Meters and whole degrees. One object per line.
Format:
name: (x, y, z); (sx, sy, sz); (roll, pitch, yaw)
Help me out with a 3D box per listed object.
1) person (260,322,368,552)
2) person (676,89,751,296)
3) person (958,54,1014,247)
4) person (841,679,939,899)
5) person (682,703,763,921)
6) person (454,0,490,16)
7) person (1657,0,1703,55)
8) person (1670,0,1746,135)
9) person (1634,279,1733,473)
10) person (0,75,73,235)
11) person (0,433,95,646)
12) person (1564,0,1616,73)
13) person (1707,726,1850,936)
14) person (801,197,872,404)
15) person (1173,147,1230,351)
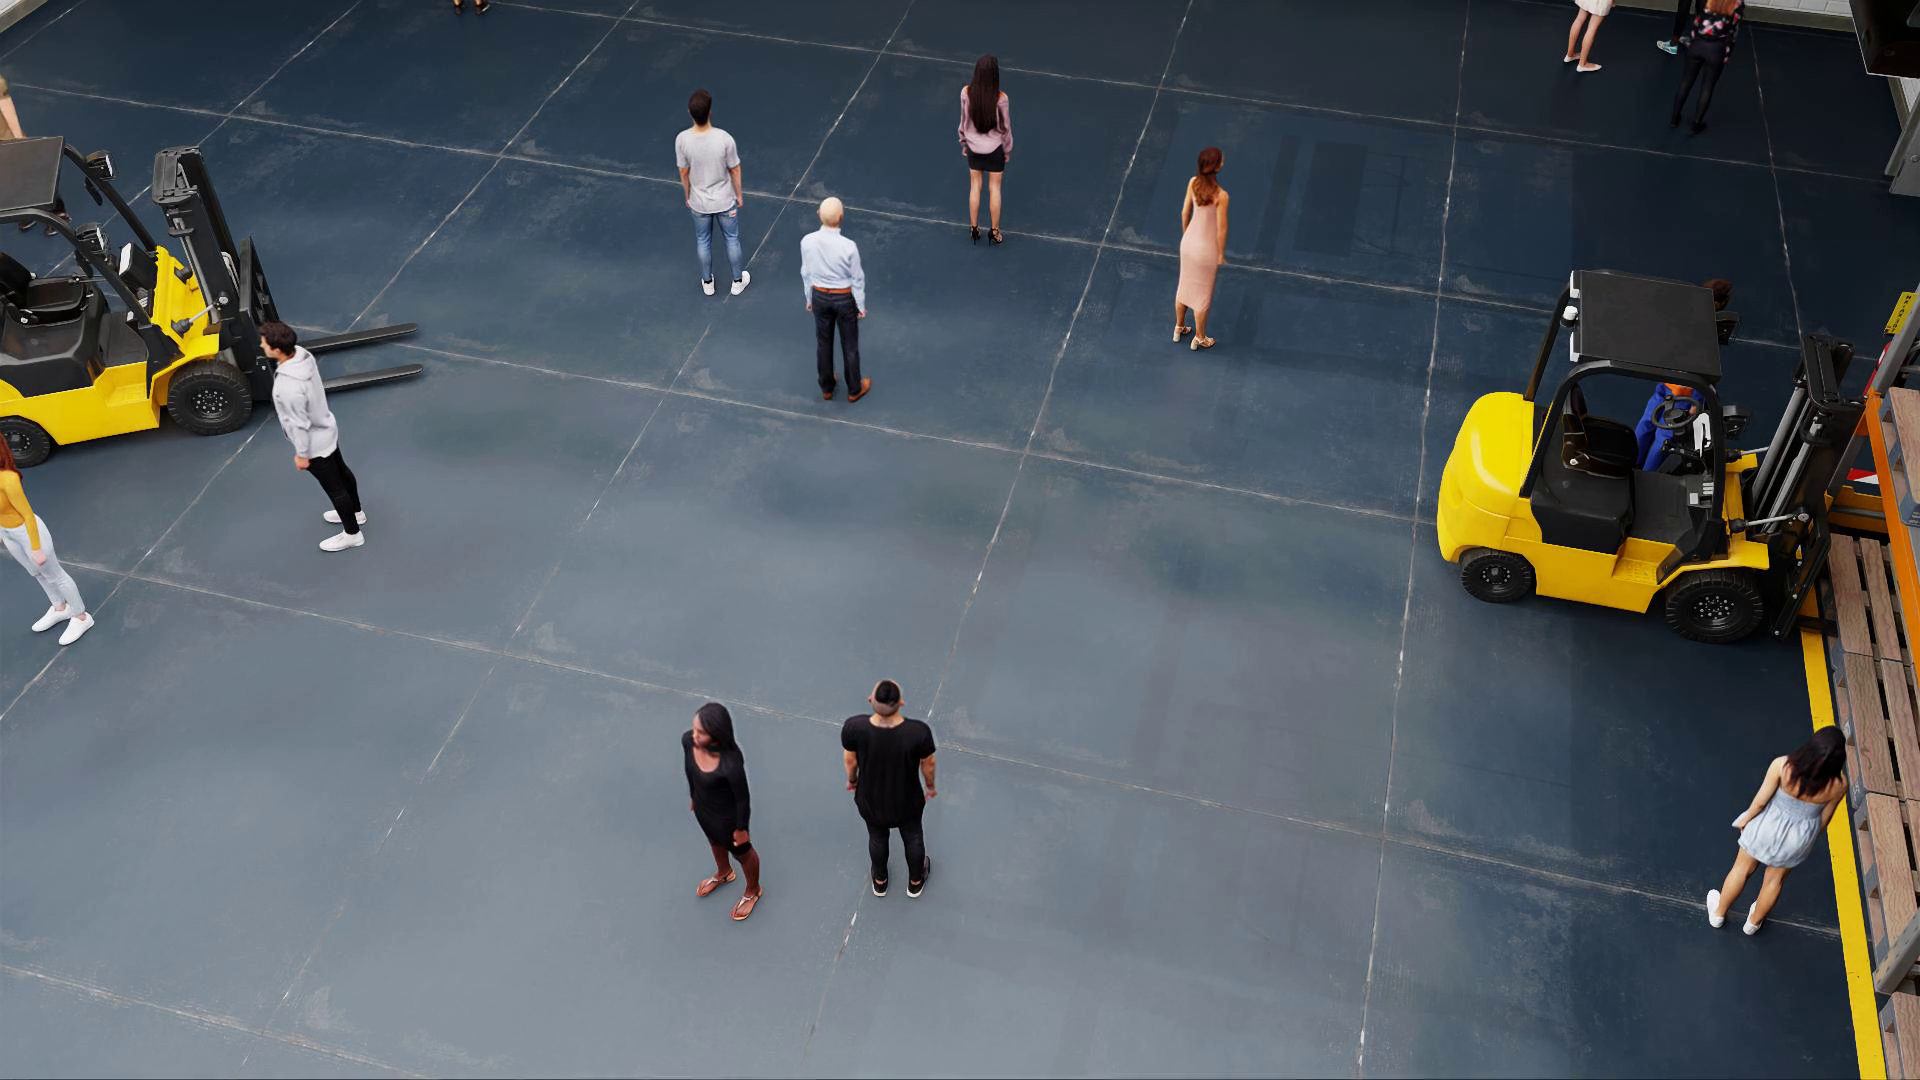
person: (-4.518, -0.747, 11.673); (0.829, 1.930, 0.689); (-6, 44, -7)
person: (-2.081, -2.901, 13.963); (0.729, 1.890, 0.668); (-1, 44, -1)
person: (0.224, -3.395, 14.539); (0.635, 1.811, 0.533); (13, 45, 13)
person: (-0.393, 1.400, 9.468); (0.716, 1.862, 0.636); (4, 44, 4)
person: (-1.354, 1.528, 9.437); (0.679, 1.720, 0.657); (31, 51, 28)
person: (-5.429, -6.497, 17.871); (0.668, 1.706, 0.638); (-3, 44, -3)
person: (7.677, -5.912, 17.180); (0.675, 1.811, 0.683); (-12, 45, -12)
person: (7.219, -4.747, 16.052); (0.648, 1.682, 0.658); (34, 53, 30)
person: (5.242, -1.124, 12.116); (0.831, 1.864, 0.692); (-6, 44, -6)
person: (-8.430, -3.581, 14.706); (0.654, 1.849, 0.562); (13, 45, 14)
person: (-6.224, -0.043, 11.064); (0.637, 1.751, 0.640); (22, 48, 21)
person: (6.527, -5.645, 16.972); (0.707, 1.712, 0.623); (-13, 45, -13)
person: (4.601, 1.629, 9.324); (0.603, 1.730, 0.555); (15, 46, 15)
person: (-0.972, -1.855, 12.938); (0.641, 1.789, 0.543); (9, 44, 9)
person: (1.937, -2.349, 13.426); (0.687, 1.831, 0.661); (-31, 52, -29)
